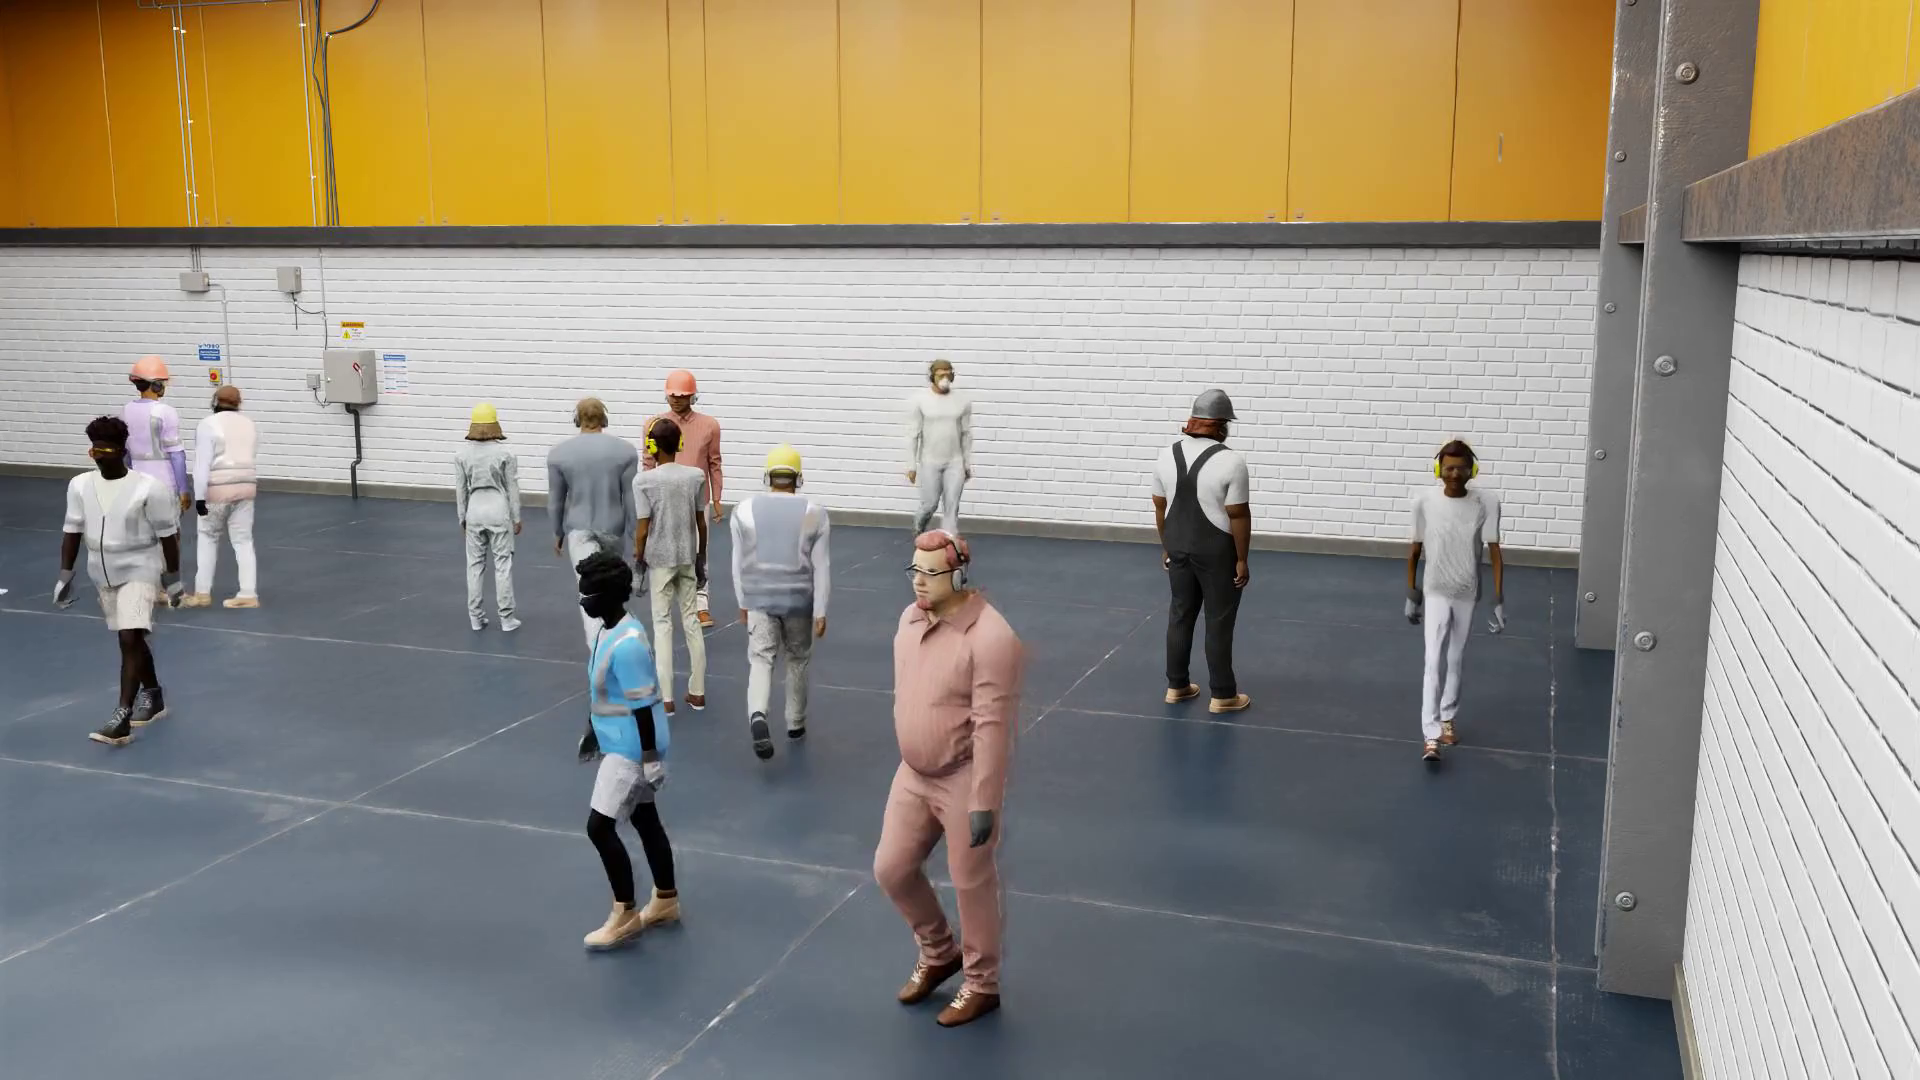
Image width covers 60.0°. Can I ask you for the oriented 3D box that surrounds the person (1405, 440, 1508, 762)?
[{"bbox_3d":[2.822,0.351,9.446,0.542,1.821,0.949,2,10,11],"label":"person"}]

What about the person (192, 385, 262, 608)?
[{"bbox_3d":[-5.981,-0.346,13.502,0.713,1.792,0.699,6,12,32],"label":"person"}]

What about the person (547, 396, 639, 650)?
[{"bbox_3d":[-2.547,-0.061,11.637,0.631,1.886,1.046,-3,10,-16],"label":"person"}]

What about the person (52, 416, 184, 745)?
[{"bbox_3d":[-5.013,0.234,9.824,0.616,1.920,0.954,2,10,10],"label":"person"}]

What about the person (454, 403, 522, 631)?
[{"bbox_3d":[-3.575,-0.172,12.645,0.485,1.744,0.313,1,10,4],"label":"person"}]

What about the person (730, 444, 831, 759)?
[{"bbox_3d":[-1.033,0.360,9.521,0.580,1.796,0.802,0,10,-1],"label":"person"}]

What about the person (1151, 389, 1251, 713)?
[{"bbox_3d":[1.582,0.054,10.518,0.690,2.000,0.538,10,14,44],"label":"person"}]

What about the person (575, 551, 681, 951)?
[{"bbox_3d":[-1.437,0.871,6.955,0.574,1.675,0.543,-3,10,-16],"label":"person"}]

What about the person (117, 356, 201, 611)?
[{"bbox_3d":[-6.424,-0.451,13.346,0.608,2.046,0.367,4,11,21],"label":"person"}]

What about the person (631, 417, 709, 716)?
[{"bbox_3d":[-1.813,0.169,10.383,0.515,1.861,0.329,-7,12,-36],"label":"person"}]

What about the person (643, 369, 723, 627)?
[{"bbox_3d":[-2.108,-0.310,12.702,0.612,1.991,0.392,-3,10,-16],"label":"person"}]

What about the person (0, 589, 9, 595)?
[{"bbox_3d":[-8.251,-0.247,13.468,0.534,1.597,0.863,8,13,38],"label":"person"}]

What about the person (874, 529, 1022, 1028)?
[{"bbox_3d":[-0.049,0.895,6.223,0.460,1.891,0.654,-10,14,-43],"label":"person"}]

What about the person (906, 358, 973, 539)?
[{"bbox_3d":[-0.197,-0.707,15.144,0.641,1.922,0.712,-4,11,-21],"label":"person"}]
